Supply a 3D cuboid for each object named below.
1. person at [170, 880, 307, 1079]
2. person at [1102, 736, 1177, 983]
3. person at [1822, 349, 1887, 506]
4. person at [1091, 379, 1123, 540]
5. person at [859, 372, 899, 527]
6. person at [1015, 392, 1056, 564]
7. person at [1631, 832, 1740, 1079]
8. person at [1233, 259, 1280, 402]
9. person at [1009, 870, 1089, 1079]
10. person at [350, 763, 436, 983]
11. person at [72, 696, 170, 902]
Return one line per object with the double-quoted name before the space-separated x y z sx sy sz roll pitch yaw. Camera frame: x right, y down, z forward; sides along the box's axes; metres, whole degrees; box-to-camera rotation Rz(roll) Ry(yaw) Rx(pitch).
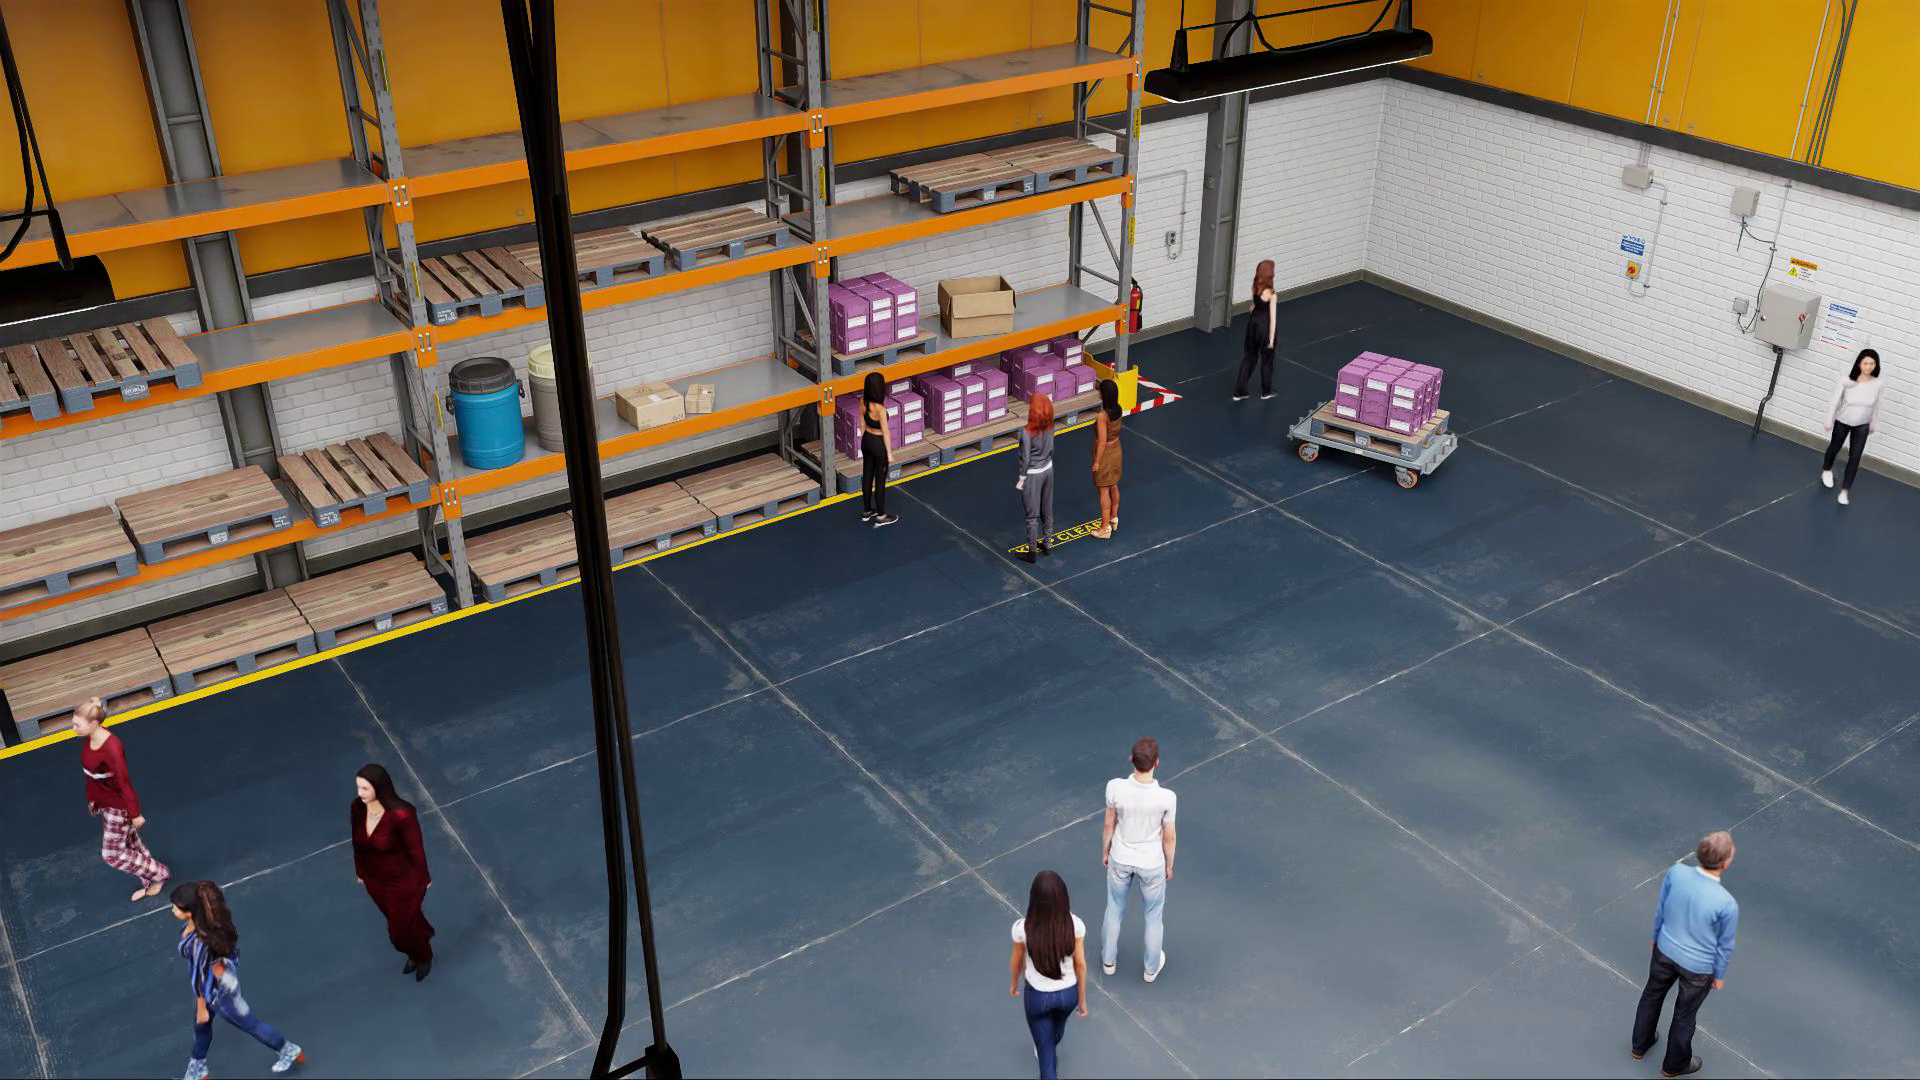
"person" -4.456 2.739 10.185 1.087 1.579 0.804 -9 30 -16
"person" 1.176 2.127 11.026 0.723 1.849 0.752 9 30 16
"person" 9.327 -1.243 17.399 1.007 1.662 1.128 7 29 12
"person" 1.462 -0.814 16.584 0.705 1.688 0.587 15 32 25
"person" -0.867 -0.934 16.851 0.590 1.644 0.552 24 36 36
"person" 0.746 -0.617 16.129 0.472 1.779 0.665 -23 36 -36
"person" 4.499 2.546 10.289 0.547 1.820 0.641 -18 34 -30
"person" 3.480 -2.452 19.531 0.834 1.743 0.634 -23 36 -35
"person" 0.560 2.806 9.899 1.104 1.735 0.972 -3 29 -6
"person" -3.693 2.170 11.054 0.838 1.746 0.887 12 31 21
"person" -5.885 1.820 11.755 0.671 1.690 0.674 25 38 38
